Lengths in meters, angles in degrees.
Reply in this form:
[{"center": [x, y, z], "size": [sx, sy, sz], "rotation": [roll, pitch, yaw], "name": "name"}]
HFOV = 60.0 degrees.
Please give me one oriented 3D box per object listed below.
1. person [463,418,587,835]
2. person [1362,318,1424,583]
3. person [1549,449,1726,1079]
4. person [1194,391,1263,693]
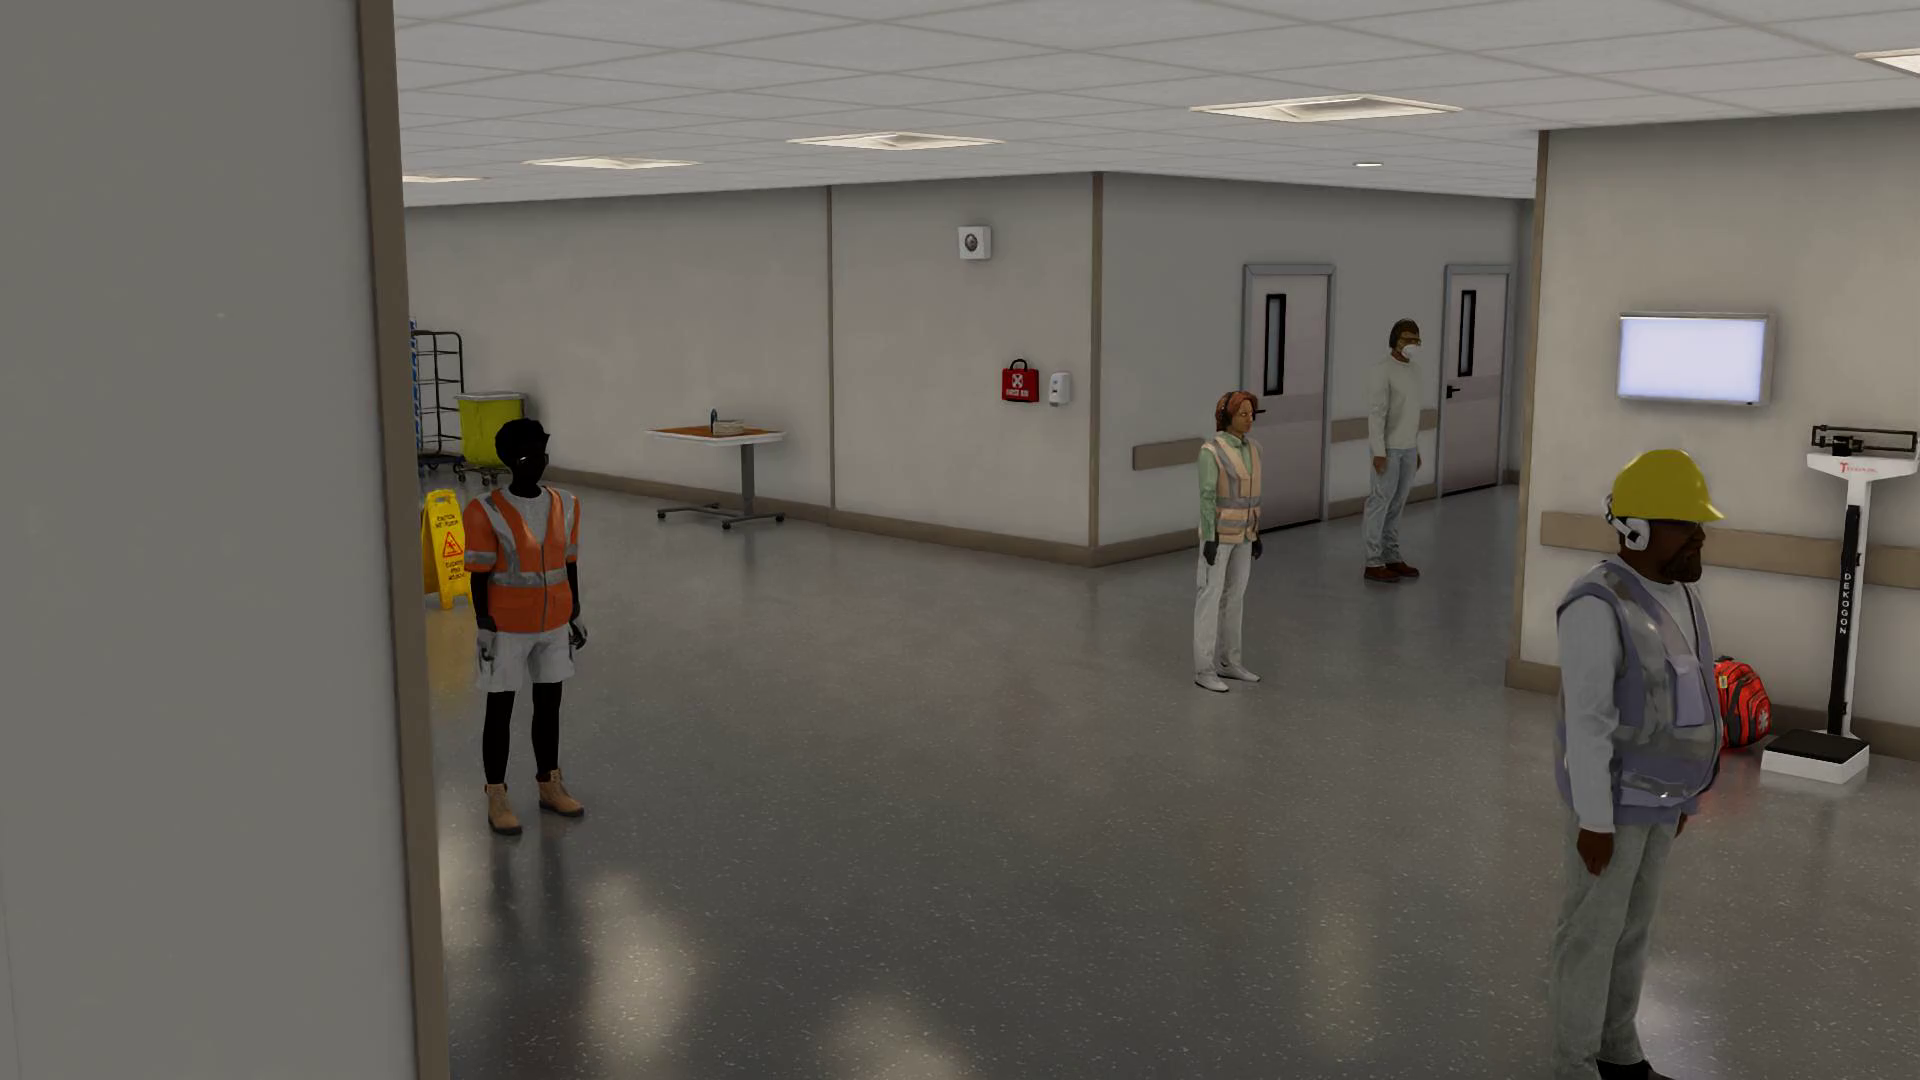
[{"center": [-1.782, 0.343, 6.860], "size": [0.533, 1.697, 0.322], "rotation": [-9, 13, -44], "name": "person"}, {"center": [3.223, -0.663, 12.304], "size": [0.628, 1.936, 0.377], "rotation": [-9, 13, -44], "name": "person"}, {"center": [1.806, 0.669, 4.443], "size": [0.589, 1.835, 0.404], "rotation": [-9, 13, -44], "name": "person"}, {"center": [1.483, -0.002, 9.143], "size": [0.514, 1.642, 0.313], "rotation": [-9, 13, -44], "name": "person"}]
